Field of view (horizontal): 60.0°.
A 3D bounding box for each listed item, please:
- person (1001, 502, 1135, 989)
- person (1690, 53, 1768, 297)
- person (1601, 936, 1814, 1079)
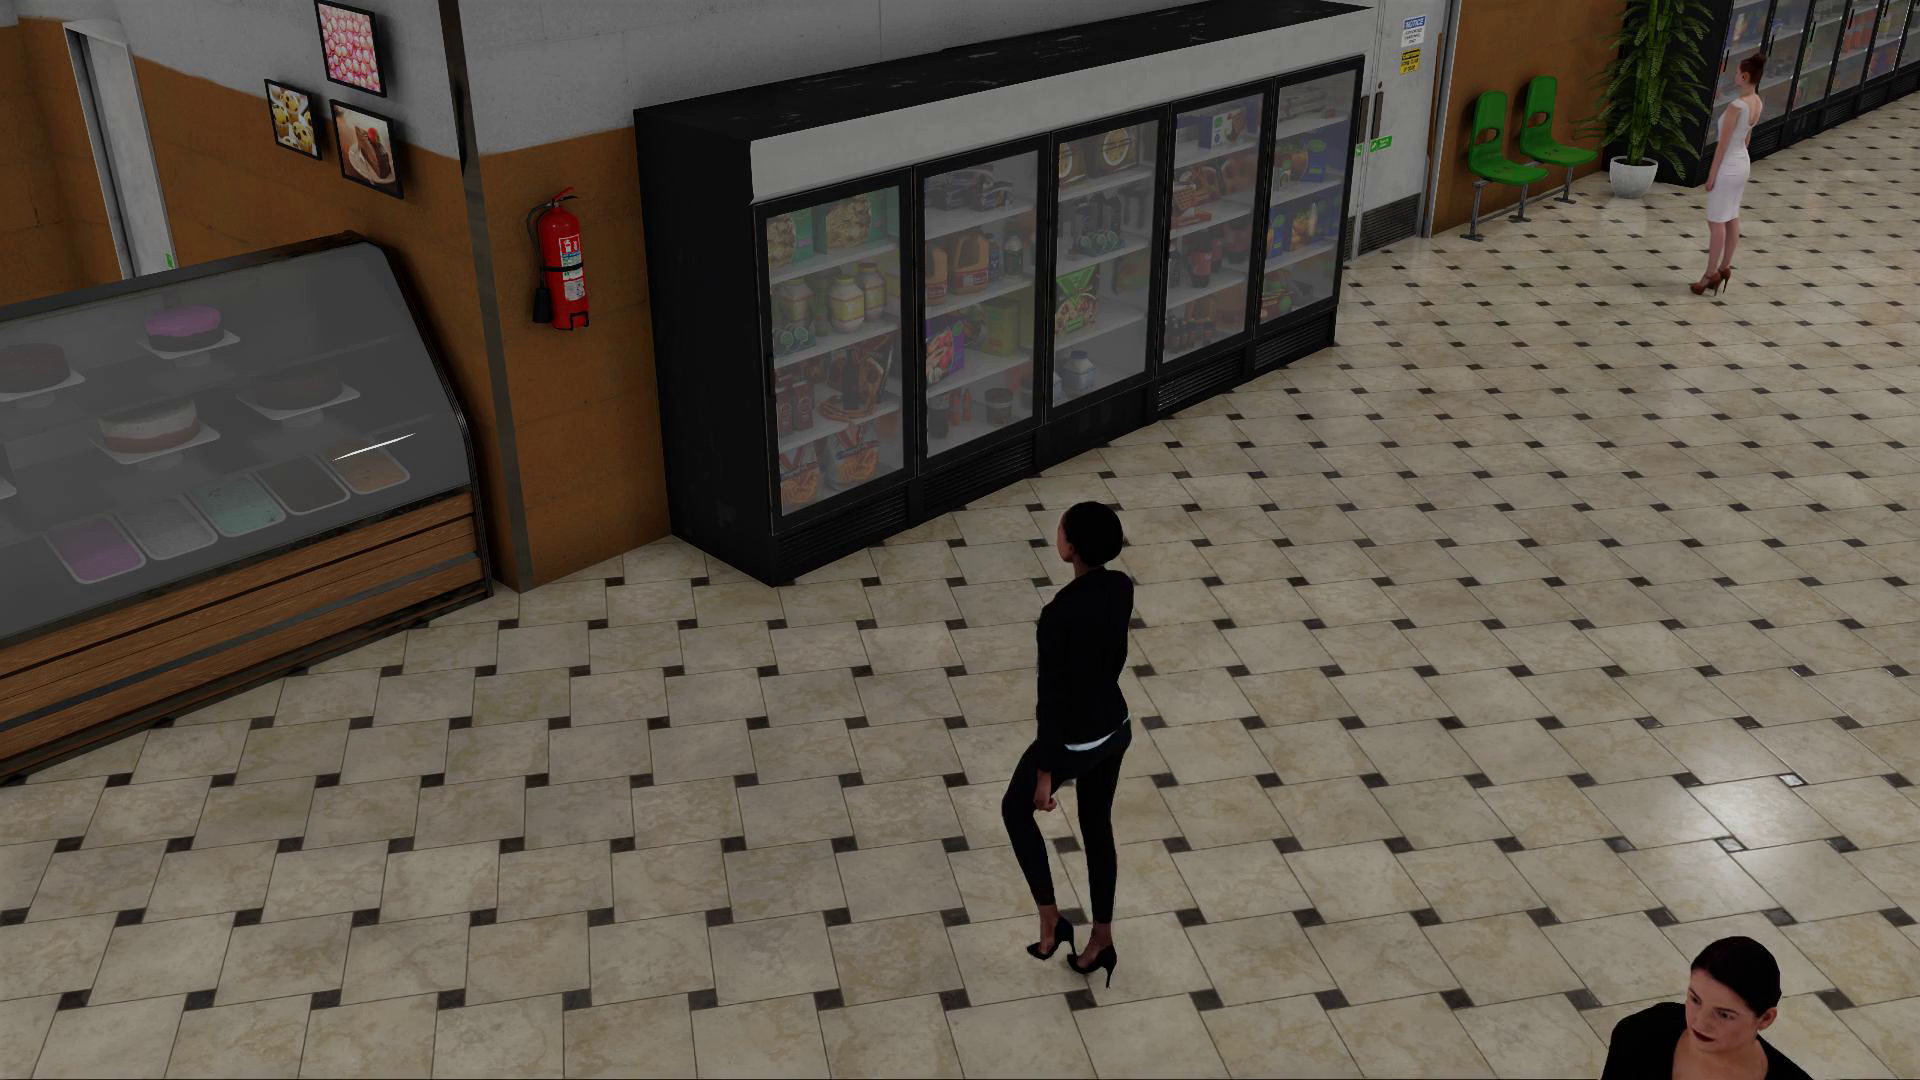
[{"bbox_3d":[0.466,0.751,5.532,0.640,1.823,0.639,-24,35,-38],"label":"person"},{"bbox_3d":[5.751,-2.717,12.401,0.572,1.794,0.511,-20,33,-34],"label":"person"},{"bbox_3d":[1.726,1.619,3.911,0.718,1.742,0.812,-24,35,-38],"label":"person"}]
